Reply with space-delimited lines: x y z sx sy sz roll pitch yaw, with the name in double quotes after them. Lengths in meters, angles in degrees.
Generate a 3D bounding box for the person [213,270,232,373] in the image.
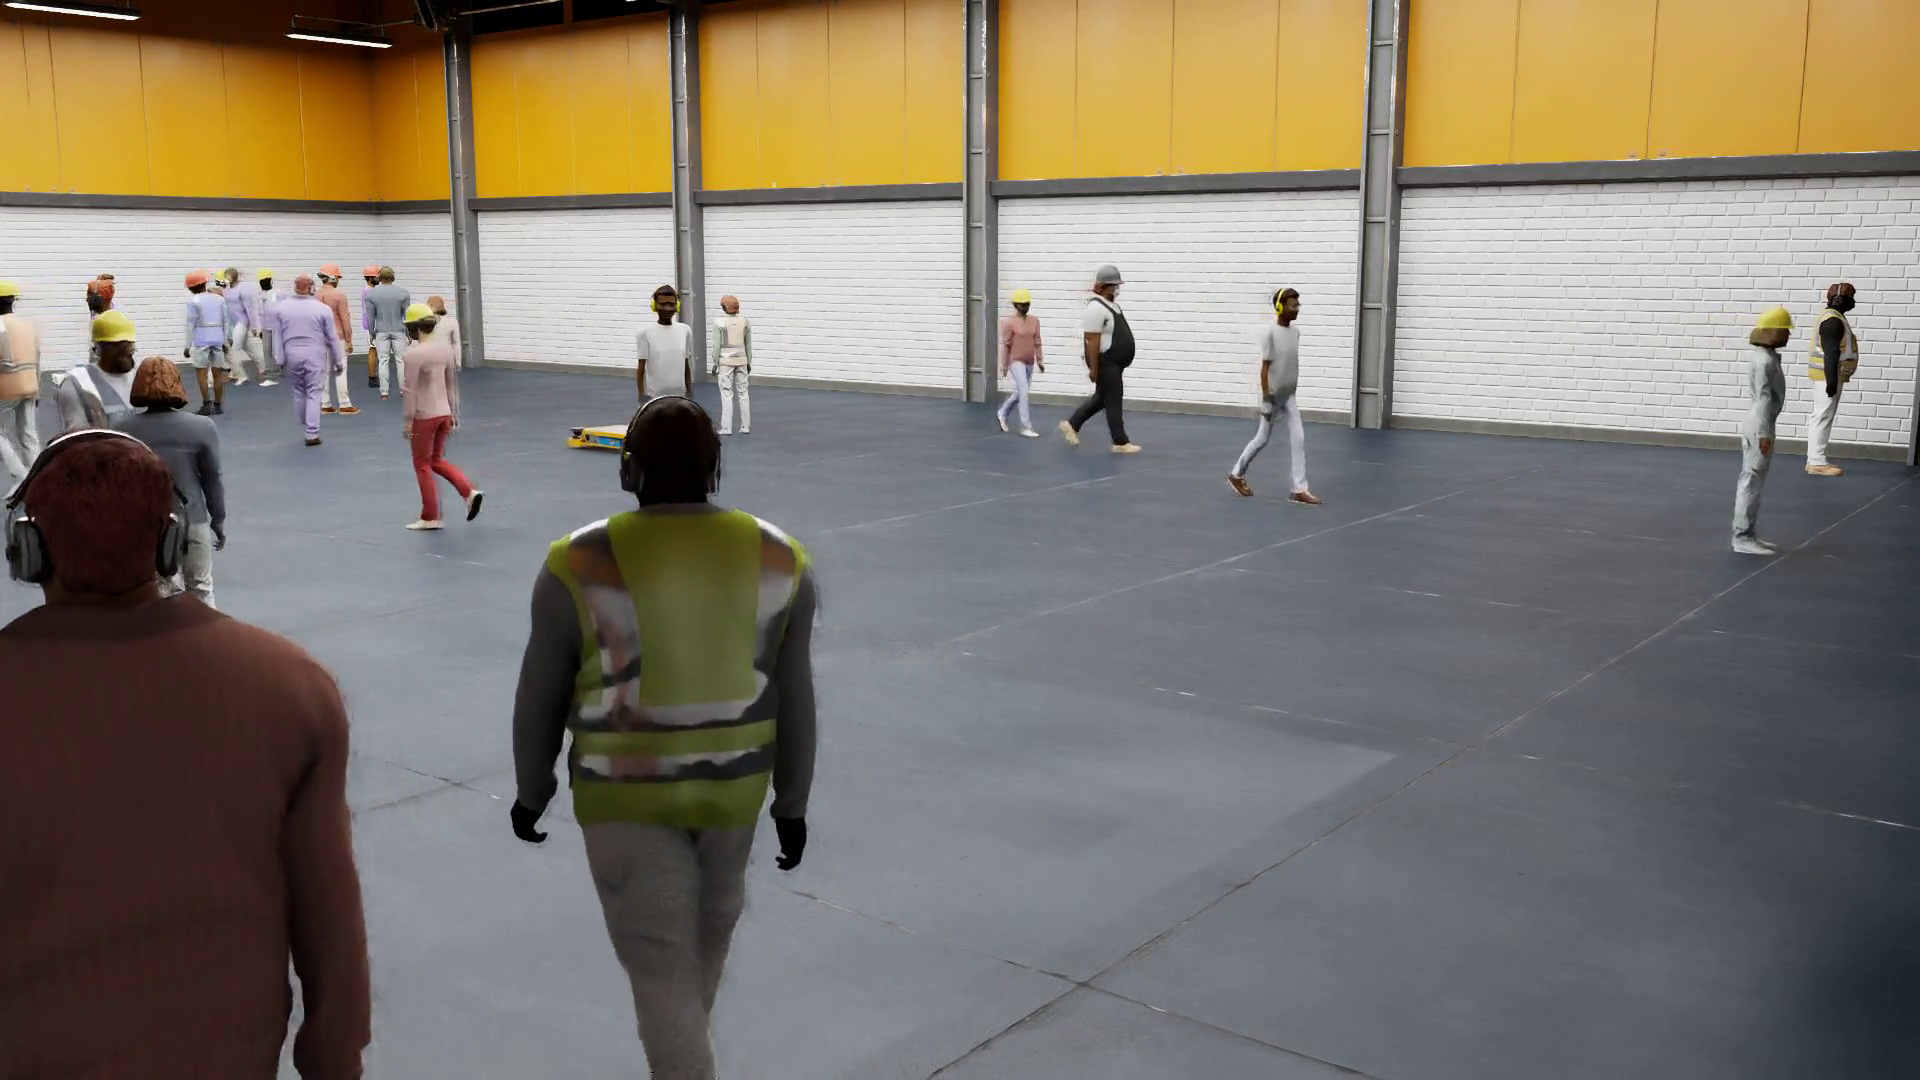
-13.088 -3.876 29.574 0.600 1.829 0.404 9 13 42 "person"

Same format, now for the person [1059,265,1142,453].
1.499 -1.956 17.794 0.884 2.000 0.685 3 10 16 "person"

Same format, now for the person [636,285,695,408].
-2.382 -1.136 13.532 0.526 1.865 0.315 -7 12 -37 "person"

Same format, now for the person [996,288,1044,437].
0.672 -2.091 19.479 0.518 1.730 0.828 -8 13 -40 "person"

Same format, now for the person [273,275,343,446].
-7.221 -2.006 18.546 0.675 1.874 0.803 0 10 -1 "person"

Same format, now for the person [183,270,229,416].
-9.870 -2.575 21.825 0.424 1.898 0.595 7 12 35 "person"

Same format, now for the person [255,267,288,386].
-11.033 -3.438 26.820 0.591 1.907 0.640 4 11 23 "person"

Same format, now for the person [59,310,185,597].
-4.582 -0.360 9.195 0.846 1.794 0.614 8 12 38 "person"

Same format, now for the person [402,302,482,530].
-4.004 -0.932 12.686 0.495 1.749 0.525 2 10 13 "person"

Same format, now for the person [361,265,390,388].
-9.311 -3.391 26.445 0.354 1.939 0.544 -4 10 -21 "person"

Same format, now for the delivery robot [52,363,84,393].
-12.510 -2.271 23.656 0.707 0.478 0.477 -6 12 -32 "delivery robot"

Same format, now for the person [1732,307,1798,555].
5.702 -0.774 11.780 0.320 1.742 0.491 4 11 23 "person"

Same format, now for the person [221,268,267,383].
-11.842 -3.551 27.531 0.639 1.908 0.944 8 12 38 "person"

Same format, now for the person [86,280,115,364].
-7.589 -1.375 14.868 0.357 1.883 0.573 -1 10 -8 "person"

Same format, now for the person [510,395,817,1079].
-0.683 0.568 3.809 0.640 1.791 0.950 -5 11 -27 "person"

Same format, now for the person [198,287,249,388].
-11.779 -3.234 26.532 0.521 1.599 0.864 9 13 41 "person"

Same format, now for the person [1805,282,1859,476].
8.382 -1.546 15.986 0.429 1.842 0.630 4 11 24 "person"

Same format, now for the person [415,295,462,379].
-6.263 -2.123 19.955 0.522 1.618 0.425 -5 11 -28 "person"

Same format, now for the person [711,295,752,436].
-2.663 -2.037 19.436 0.525 1.637 0.307 -7 12 -36 "person"

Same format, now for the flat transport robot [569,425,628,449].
-3.518 -1.091 17.900 1.431 0.197 0.652 8 13 40 "flat transport robot"

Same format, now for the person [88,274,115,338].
-11.843 -2.758 23.041 0.395 1.841 0.564 -4 10 -20 "person"

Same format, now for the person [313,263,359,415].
-8.276 -2.642 21.941 0.608 1.988 0.392 3 10 16 "person"

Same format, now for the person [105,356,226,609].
-3.749 -0.051 7.886 0.509 1.632 0.268 -6 11 -32 "person"

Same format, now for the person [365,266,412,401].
-8.226 -2.972 24.005 0.630 1.940 0.372 -3 10 -18 "person"

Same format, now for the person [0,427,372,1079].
-1.232 0.767 2.483 0.636 1.861 1.005 -9 13 -42 "person"

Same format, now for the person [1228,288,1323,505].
2.701 -1.241 14.239 0.520 1.831 0.951 -8 12 -38 "person"

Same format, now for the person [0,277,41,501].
-8.068 -1.266 14.133 0.423 1.910 0.621 3 10 15 "person"
